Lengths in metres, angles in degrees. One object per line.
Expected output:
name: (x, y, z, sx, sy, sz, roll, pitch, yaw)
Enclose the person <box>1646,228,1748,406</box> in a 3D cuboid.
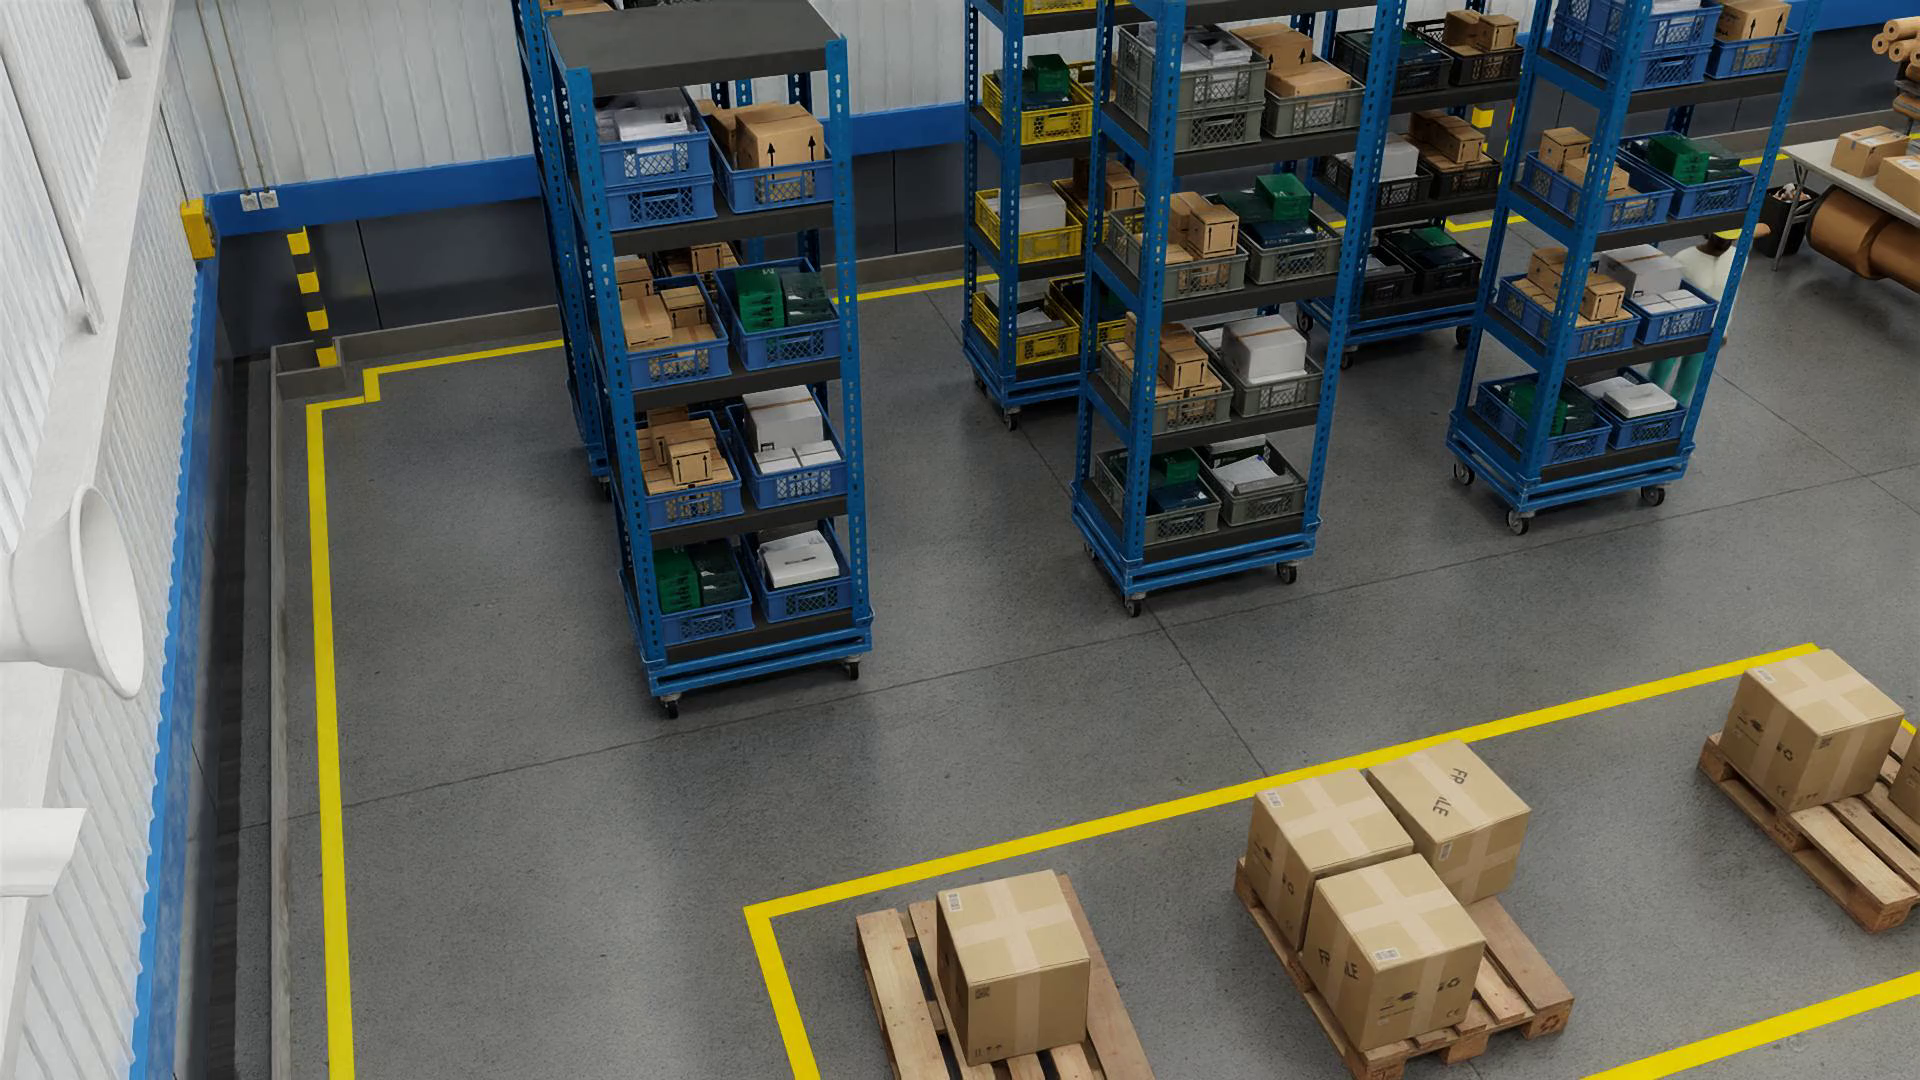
person: (4.684, -1.333, 10.645, 0.532, 1.766, 0.324, -6, 36, -8)
